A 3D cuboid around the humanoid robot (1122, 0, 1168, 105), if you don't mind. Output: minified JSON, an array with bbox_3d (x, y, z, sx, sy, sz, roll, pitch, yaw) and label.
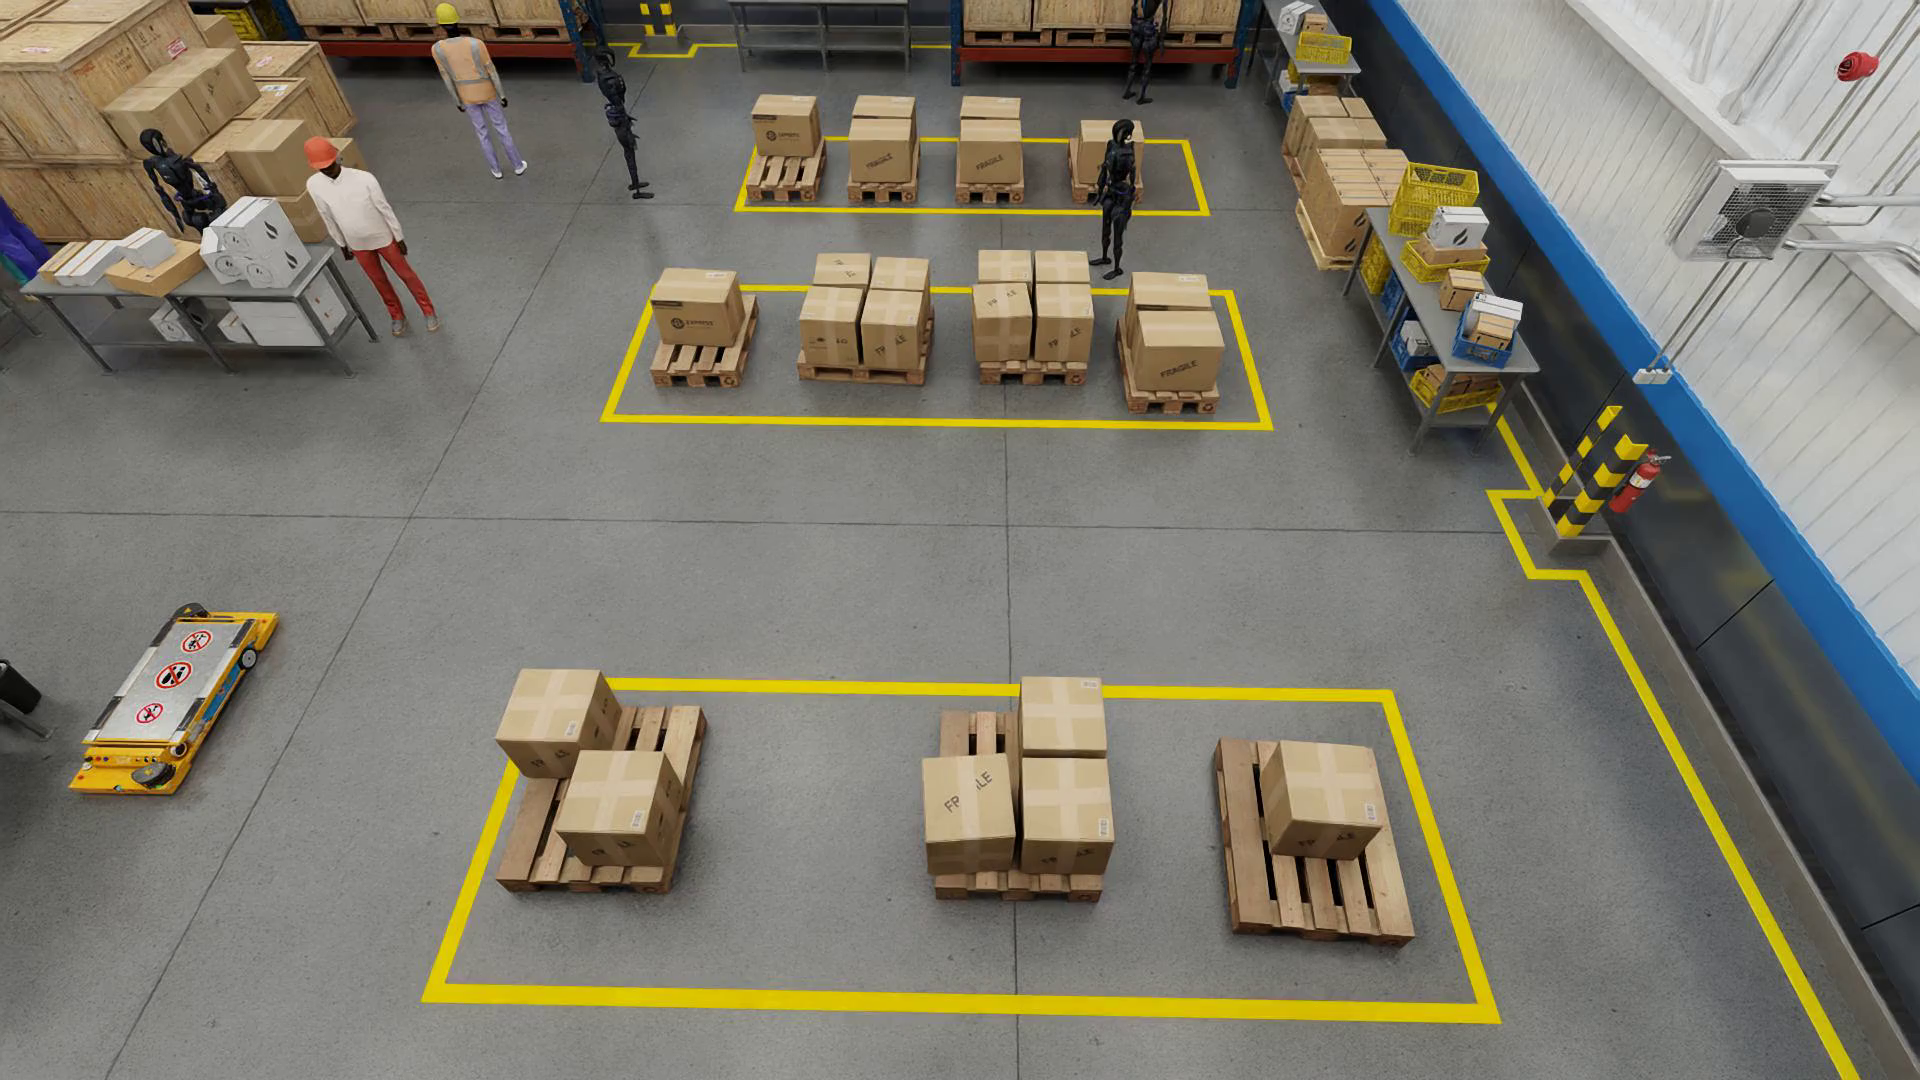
[{"bbox_3d":[2.448,-6.652,12.066,0.334,1.652,0.607,-36,59,-26],"label":"humanoid robot"}]

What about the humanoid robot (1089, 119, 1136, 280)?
[{"bbox_3d":[1.587,-3.471,9.372,0.317,1.657,0.613,-19,52,-16],"label":"humanoid robot"}]

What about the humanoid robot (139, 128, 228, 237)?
[{"bbox_3d":[-7.640,-3.314,9.240,0.609,1.657,0.311,-5,50,-4],"label":"humanoid robot"}]

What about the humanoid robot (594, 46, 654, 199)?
[{"bbox_3d":[-3.839,-4.764,10.466,0.325,1.657,0.594,-18,52,-14],"label":"humanoid robot"}]

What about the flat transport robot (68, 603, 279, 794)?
[{"bbox_3d":[-5.504,1.072,6.442,0.652,0.197,1.431,1,50,1],"label":"flat transport robot"}]

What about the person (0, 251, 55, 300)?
[{"bbox_3d":[-9.971,-3.119,9.066,0.771,1.706,0.540,20,53,16],"label":"person"}]

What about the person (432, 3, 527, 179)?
[{"bbox_3d":[-5.609,-5.180,10.665,0.586,1.927,0.363,-15,51,-12],"label":"person"}]

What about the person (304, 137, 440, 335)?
[{"bbox_3d":[-5.563,-2.823,8.633,0.616,1.985,0.401,-9,50,-8],"label":"person"}]

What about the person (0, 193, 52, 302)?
[{"bbox_3d":[-9.772,-3.322,9.019,0.536,2.000,0.682,-16,52,-13],"label":"person"}]
